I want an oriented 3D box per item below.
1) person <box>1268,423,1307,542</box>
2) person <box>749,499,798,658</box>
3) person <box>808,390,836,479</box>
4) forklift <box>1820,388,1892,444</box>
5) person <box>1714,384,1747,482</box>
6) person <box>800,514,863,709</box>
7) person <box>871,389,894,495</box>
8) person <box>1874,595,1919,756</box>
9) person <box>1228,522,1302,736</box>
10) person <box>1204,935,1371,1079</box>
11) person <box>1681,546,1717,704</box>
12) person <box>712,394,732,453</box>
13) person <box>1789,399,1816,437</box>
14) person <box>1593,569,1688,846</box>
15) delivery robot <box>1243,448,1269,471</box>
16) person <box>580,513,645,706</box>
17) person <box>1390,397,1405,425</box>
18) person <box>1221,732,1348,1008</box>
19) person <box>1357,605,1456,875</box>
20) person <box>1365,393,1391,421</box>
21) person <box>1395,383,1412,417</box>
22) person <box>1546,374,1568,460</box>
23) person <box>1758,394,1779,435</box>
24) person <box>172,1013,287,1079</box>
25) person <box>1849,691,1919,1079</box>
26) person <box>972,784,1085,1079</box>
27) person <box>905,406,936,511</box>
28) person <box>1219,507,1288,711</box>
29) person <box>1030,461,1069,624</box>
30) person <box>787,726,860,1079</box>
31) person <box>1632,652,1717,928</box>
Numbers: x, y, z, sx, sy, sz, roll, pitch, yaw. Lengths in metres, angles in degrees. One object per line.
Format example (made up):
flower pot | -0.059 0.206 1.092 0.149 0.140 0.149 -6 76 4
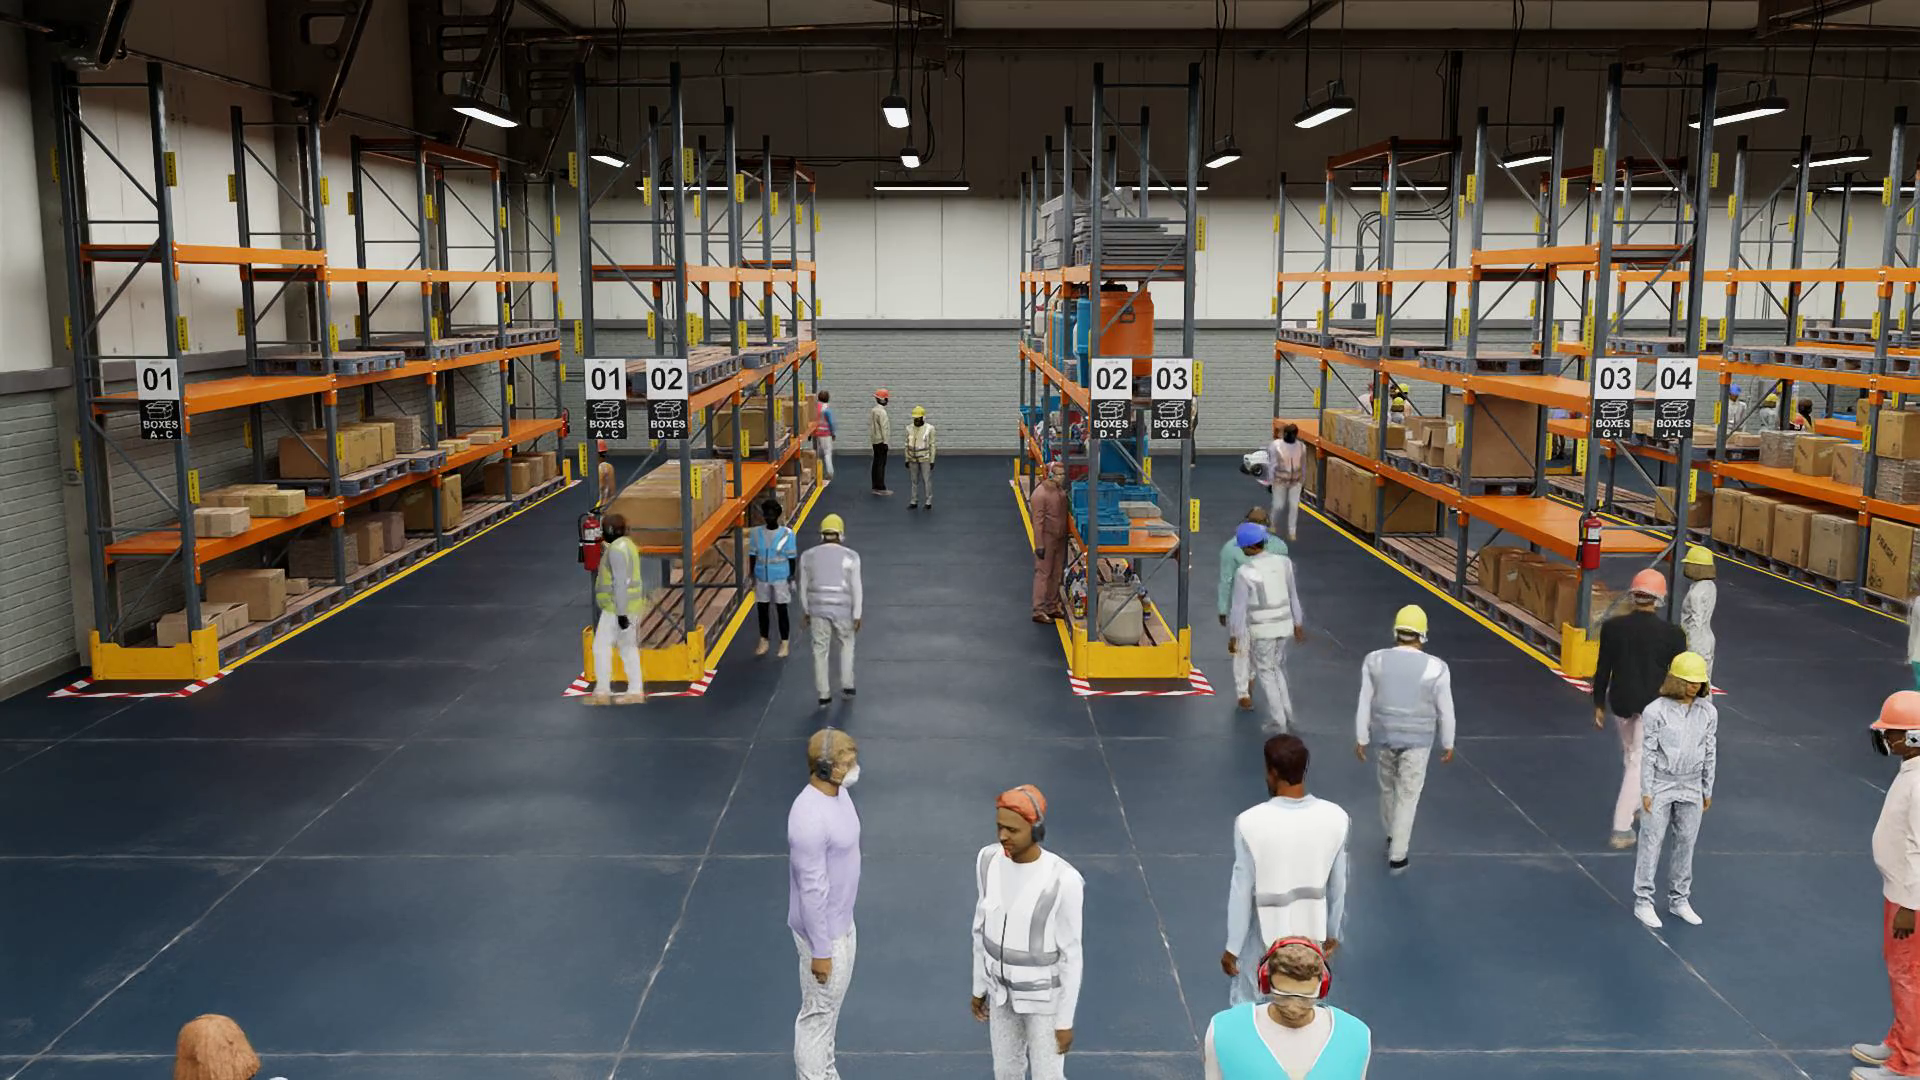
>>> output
person | 5.037 -0.903 25.656 0.639 1.820 0.609 -1 9 -7
person | -1.985 0.406 17.637 0.541 1.696 0.319 3 9 17
person | -2.822 -2.118 33.528 0.661 1.813 0.465 7 11 38
forklift | 20.072 -3.110 36.462 1.873 2.768 1.129 0 9 0
person | 15.338 -2.128 33.123 0.605 1.951 0.380 0 9 1
person | -1.204 0.653 15.730 0.601 1.791 0.793 0 9 3
person | -1.466 -1.836 31.108 0.397 1.990 0.624 -4 10 -22
person | 7.897 1.011 13.585 0.577 1.754 0.533 -1 9 -8
person | 2.664 0.784 14.556 0.646 1.895 0.547 -6 10 -32
person | 1.094 2.201 5.636 0.563 1.837 0.389 0 9 -2
person | 6.281 0.914 14.218 0.305 1.745 0.483 6 11 36
person | -5.035 -2.516 35.478 0.623 1.992 0.397 5 10 28
person | 15.433 -1.664 30.485 0.626 1.846 0.429 -6 10 -32
person | 4.918 1.171 11.953 1.065 1.934 0.614 -8 12 -43
delivery robot | 6.209 -1.658 34.269 0.707 0.478 0.477 -4 9 -23
person | -3.307 0.659 15.675 0.726 1.805 0.659 0 9 1
person | 8.489 -1.901 32.327 0.295 1.744 0.489 -5 10 -29
person | 1.517 1.834 7.767 0.636 1.902 0.445 -3 9 -19
person | 3.079 1.324 11.390 0.628 1.793 0.857 5 10 28
person | 7.732 -1.785 31.005 0.549 1.928 0.387 0 9 2
person | 8.950 -2.207 33.694 0.368 1.929 0.589 1 9 5
person | 13.328 -2.741 37.151 0.549 1.933 0.395 -5 10 -29
person | 16.302 -2.089 33.575 0.317 1.733 0.490 0 9 -1
person | -2.374 2.338 5.454 0.292 1.627 0.501 6 11 33
person | 4.689 1.725 8.260 0.411 1.979 0.628 4 10 24
person | 0.278 1.952 7.107 0.575 1.880 0.355 8 12 43
person | -0.703 -1.417 28.971 0.595 1.825 0.404 4 10 26
person | 2.736 0.617 15.617 0.661 1.921 0.623 -1 9 -5
person | 1.083 0.022 19.471 0.399 1.900 0.648 6 11 33
person | -0.611 1.818 7.779 0.372 1.940 0.632 1 9 6
person | 4.426 1.535 10.261 0.481 1.734 0.329 -1 9 -5
